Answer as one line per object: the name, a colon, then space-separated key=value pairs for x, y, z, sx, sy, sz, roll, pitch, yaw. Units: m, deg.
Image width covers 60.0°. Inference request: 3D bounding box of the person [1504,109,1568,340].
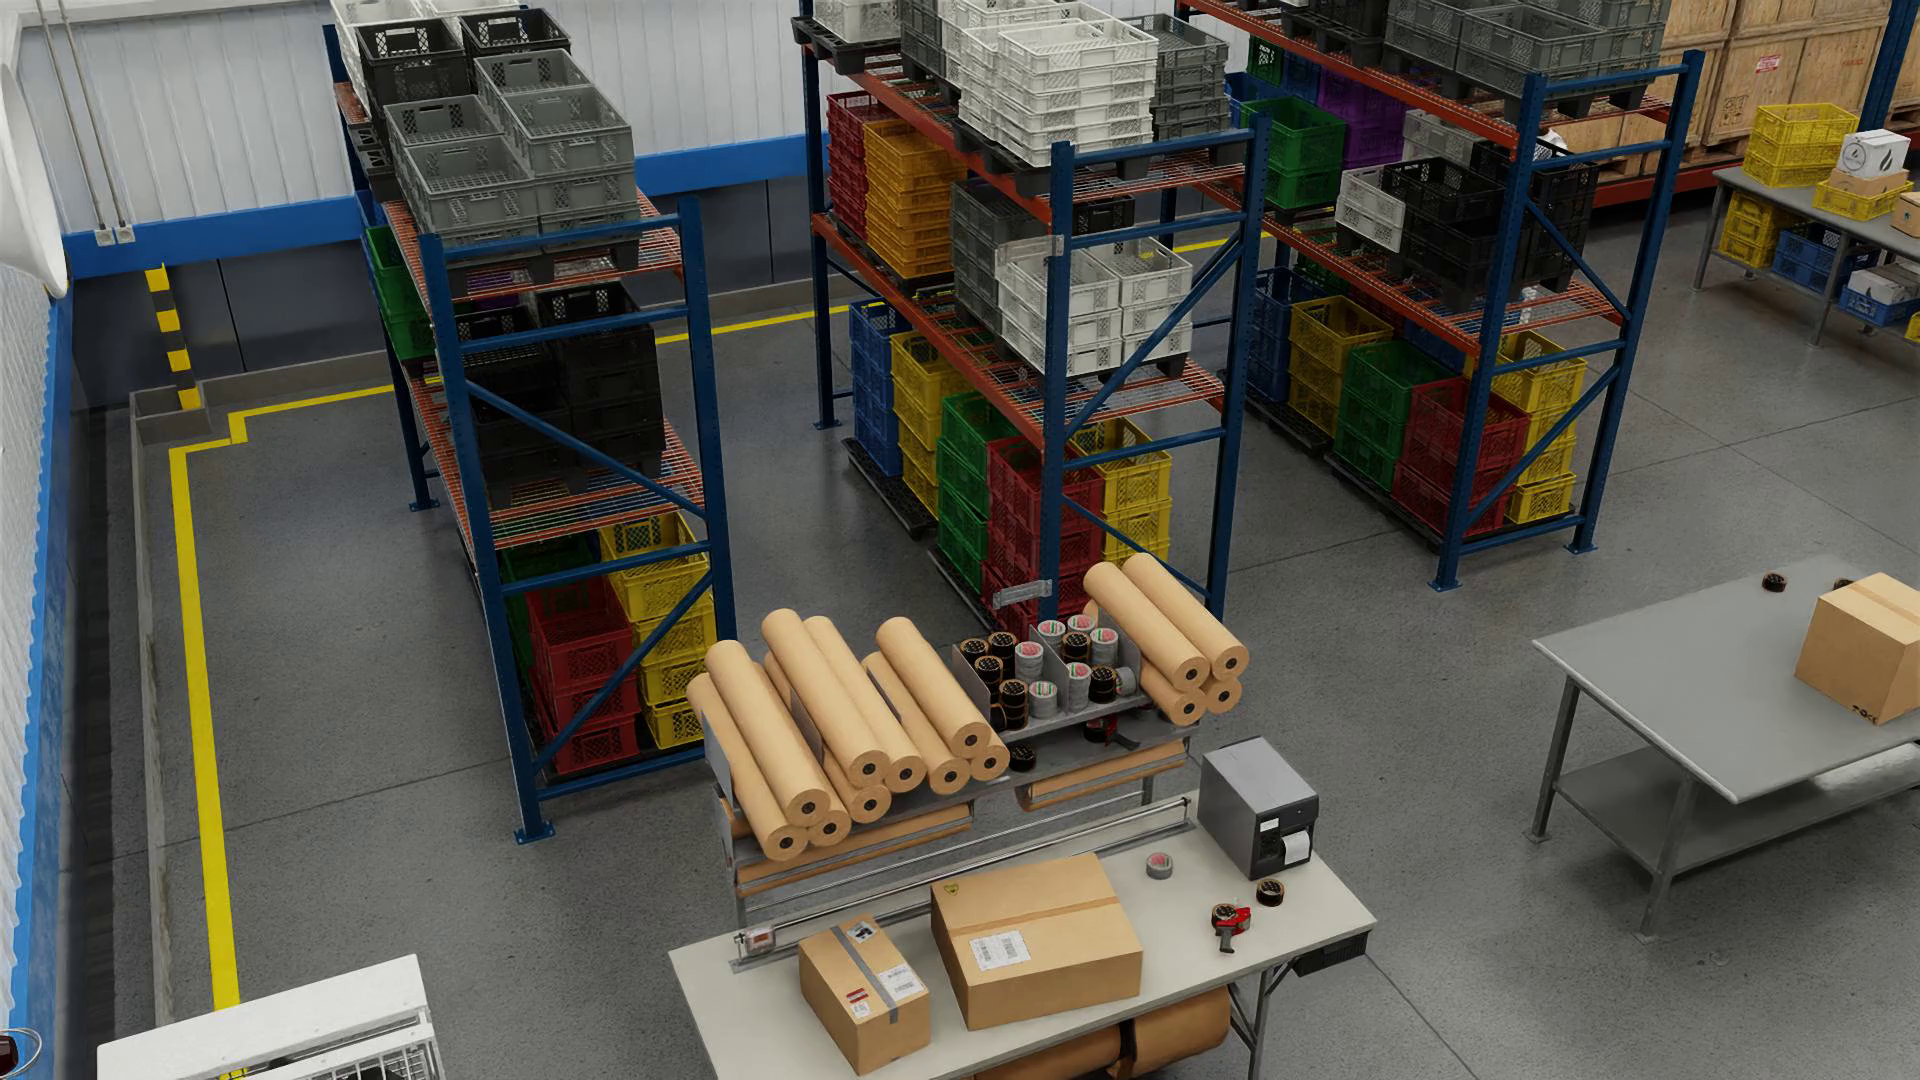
person: x=4.193 y=-2.408 z=12.339 sx=0.358 sy=1.885 sz=0.572 roll=-9 pitch=33 yaw=-14
